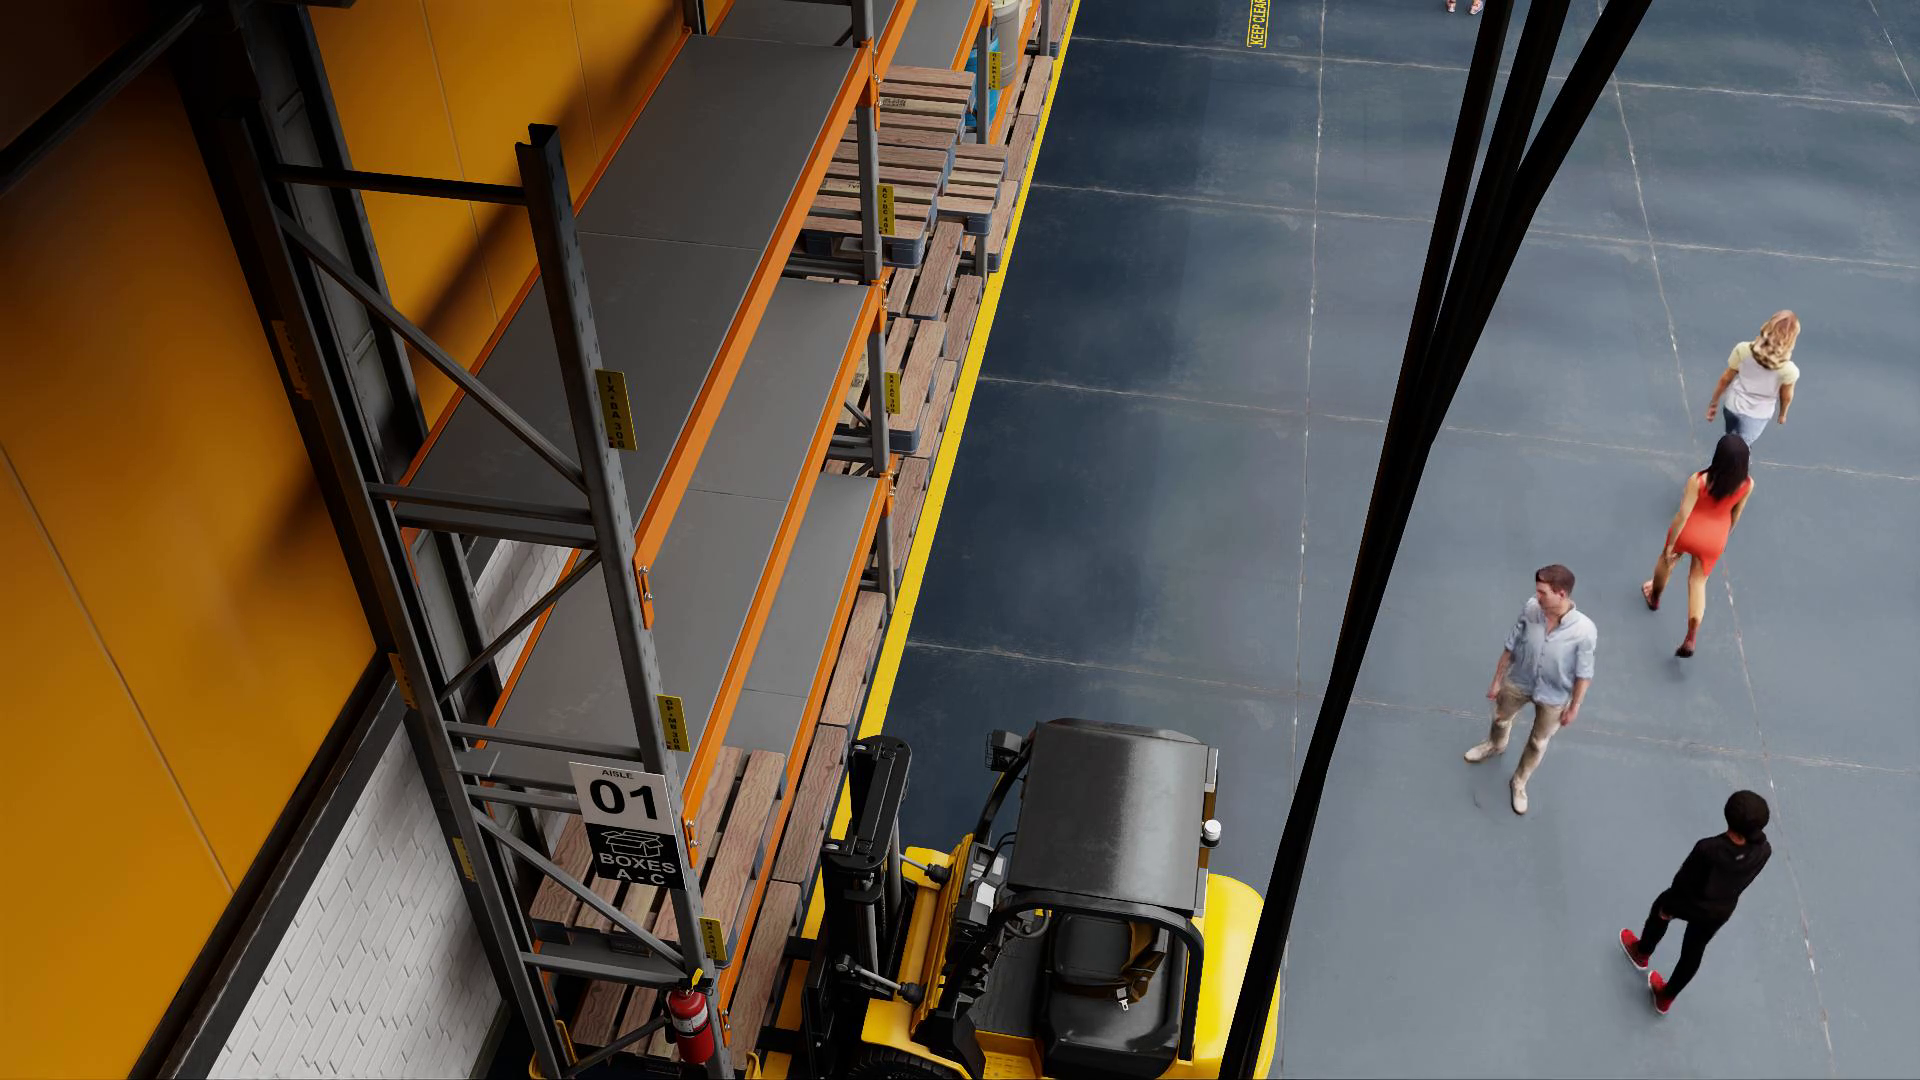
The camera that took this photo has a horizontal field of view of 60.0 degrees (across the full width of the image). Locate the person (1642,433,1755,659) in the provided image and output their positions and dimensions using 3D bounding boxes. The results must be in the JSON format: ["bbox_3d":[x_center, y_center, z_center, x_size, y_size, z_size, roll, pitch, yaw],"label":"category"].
[{"bbox_3d":[4.883,0.044,10.939,0.586,1.691,1.056,6,44,6],"label":"person"}]

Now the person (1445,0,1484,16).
[{"bbox_3d":[5.538,-6.497,17.750,0.620,1.767,0.586,13,45,14],"label":"person"}]

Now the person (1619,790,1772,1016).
[{"bbox_3d":[3.999,2.007,8.904,0.694,1.656,0.808,1,44,1],"label":"person"}]

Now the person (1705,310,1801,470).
[{"bbox_3d":[5.548,-0.830,11.869,1.194,1.674,1.085,-30,51,-27],"label":"person"}]

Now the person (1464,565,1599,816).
[{"bbox_3d":[3.498,0.898,9.947,0.835,1.823,0.845,18,47,18],"label":"person"}]
